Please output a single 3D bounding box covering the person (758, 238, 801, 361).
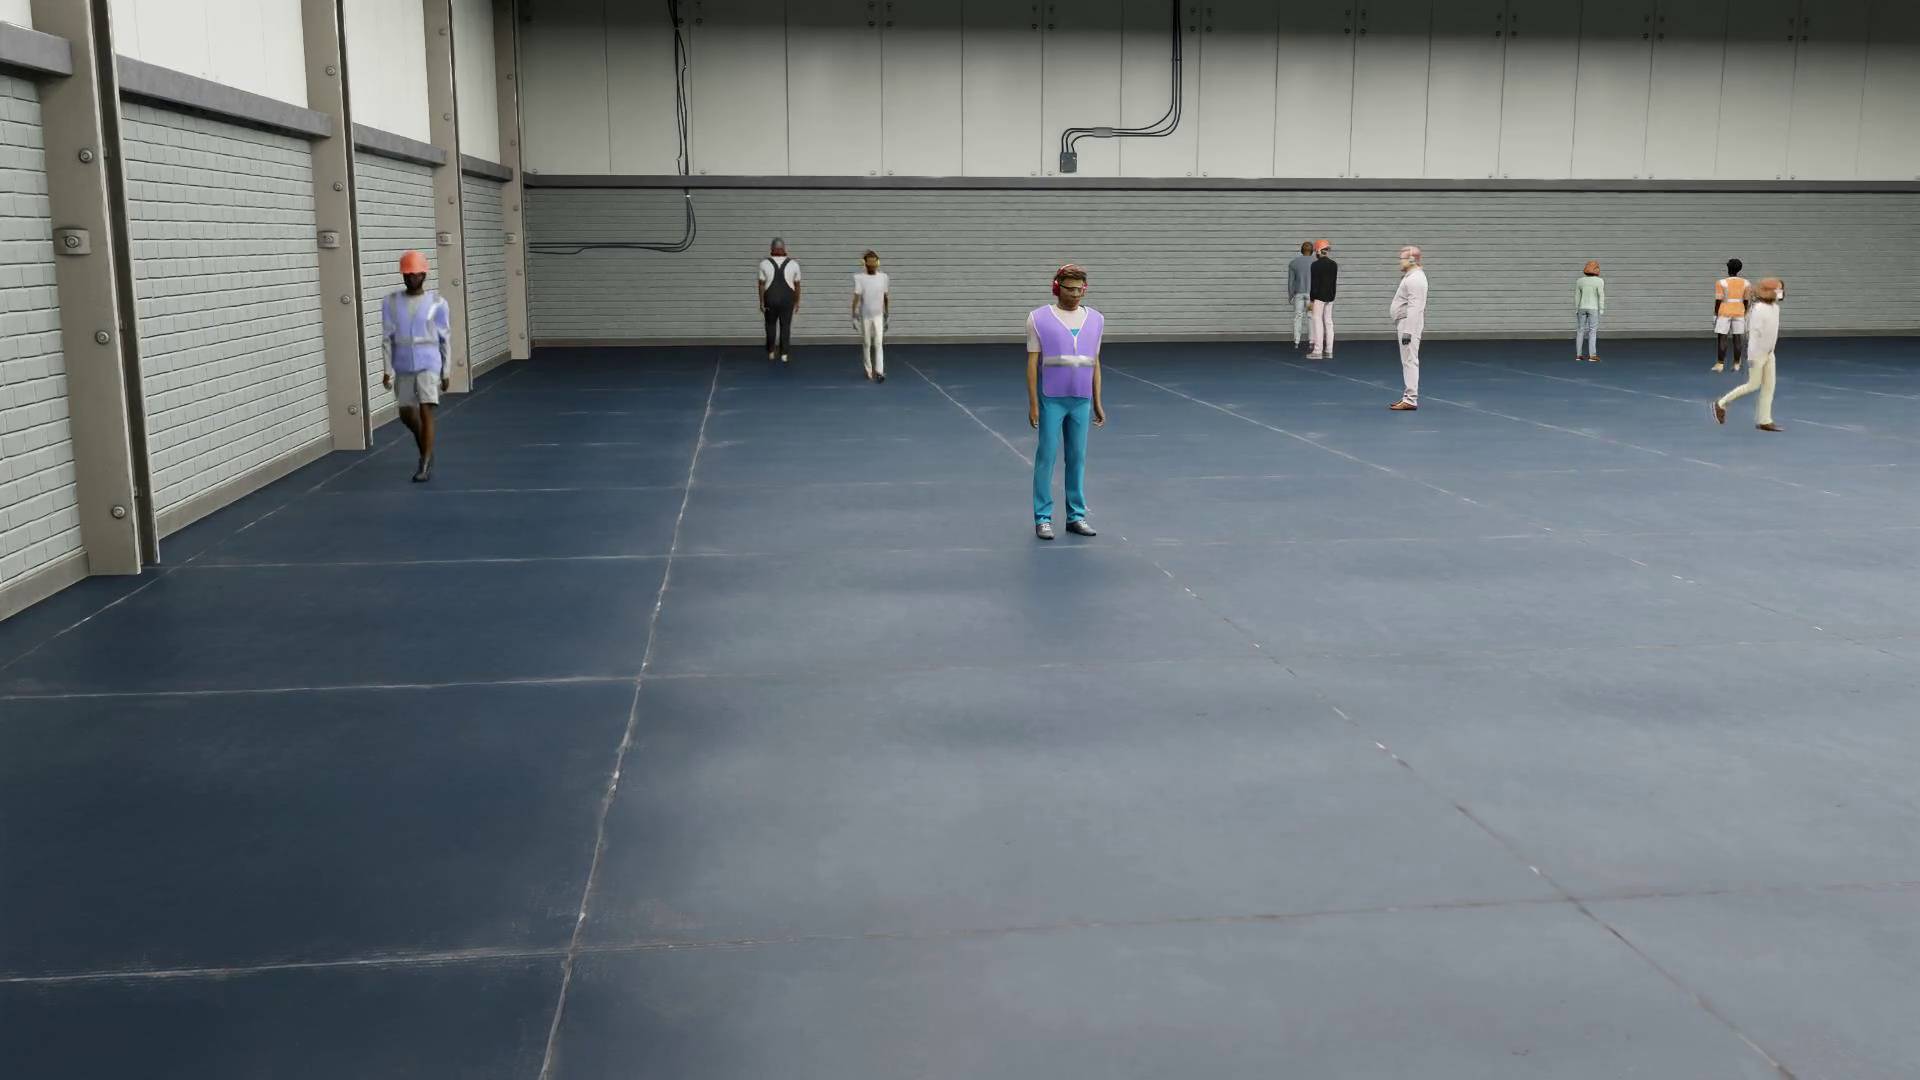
[{"bbox_3d":[-2.978,-3.984,27.411,0.695,2.000,0.991,-2,11,-10],"label":"person"}]

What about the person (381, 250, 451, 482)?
[{"bbox_3d":[-4.544,-1.468,13.967,0.558,1.922,0.743,-1,10,-5],"label":"person"}]

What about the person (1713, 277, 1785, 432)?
[{"bbox_3d":[8.327,-1.947,17.430,0.509,1.615,0.632,-9,13,-39],"label":"person"}]

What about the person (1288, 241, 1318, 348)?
[{"bbox_3d":[6.285,-4.450,30.250,0.635,1.936,0.354,3,11,18],"label":"person"}]

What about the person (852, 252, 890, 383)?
[{"bbox_3d":[-1.241,-3.116,23.274,0.553,1.813,0.992,-2,11,-11],"label":"person"}]

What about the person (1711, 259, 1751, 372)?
[{"bbox_3d":[11.570,-3.368,24.981,0.541,1.696,0.315,0,10,-3],"label":"person"}]

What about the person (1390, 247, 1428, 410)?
[{"bbox_3d":[5.246,-2.473,19.504,0.407,1.905,0.655,3,11,17],"label":"person"}]

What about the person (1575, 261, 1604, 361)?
[{"bbox_3d":[10.320,-3.755,27.272,0.280,1.634,0.499,-9,14,-40],"label":"person"}]

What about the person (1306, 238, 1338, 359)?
[{"bbox_3d":[6.015,-4.015,27.713,0.623,1.989,0.401,-8,13,-37],"label":"person"}]

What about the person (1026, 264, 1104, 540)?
[{"bbox_3d":[0.707,-0.931,11.234,0.564,1.838,0.390,-5,11,-24],"label":"person"}]
